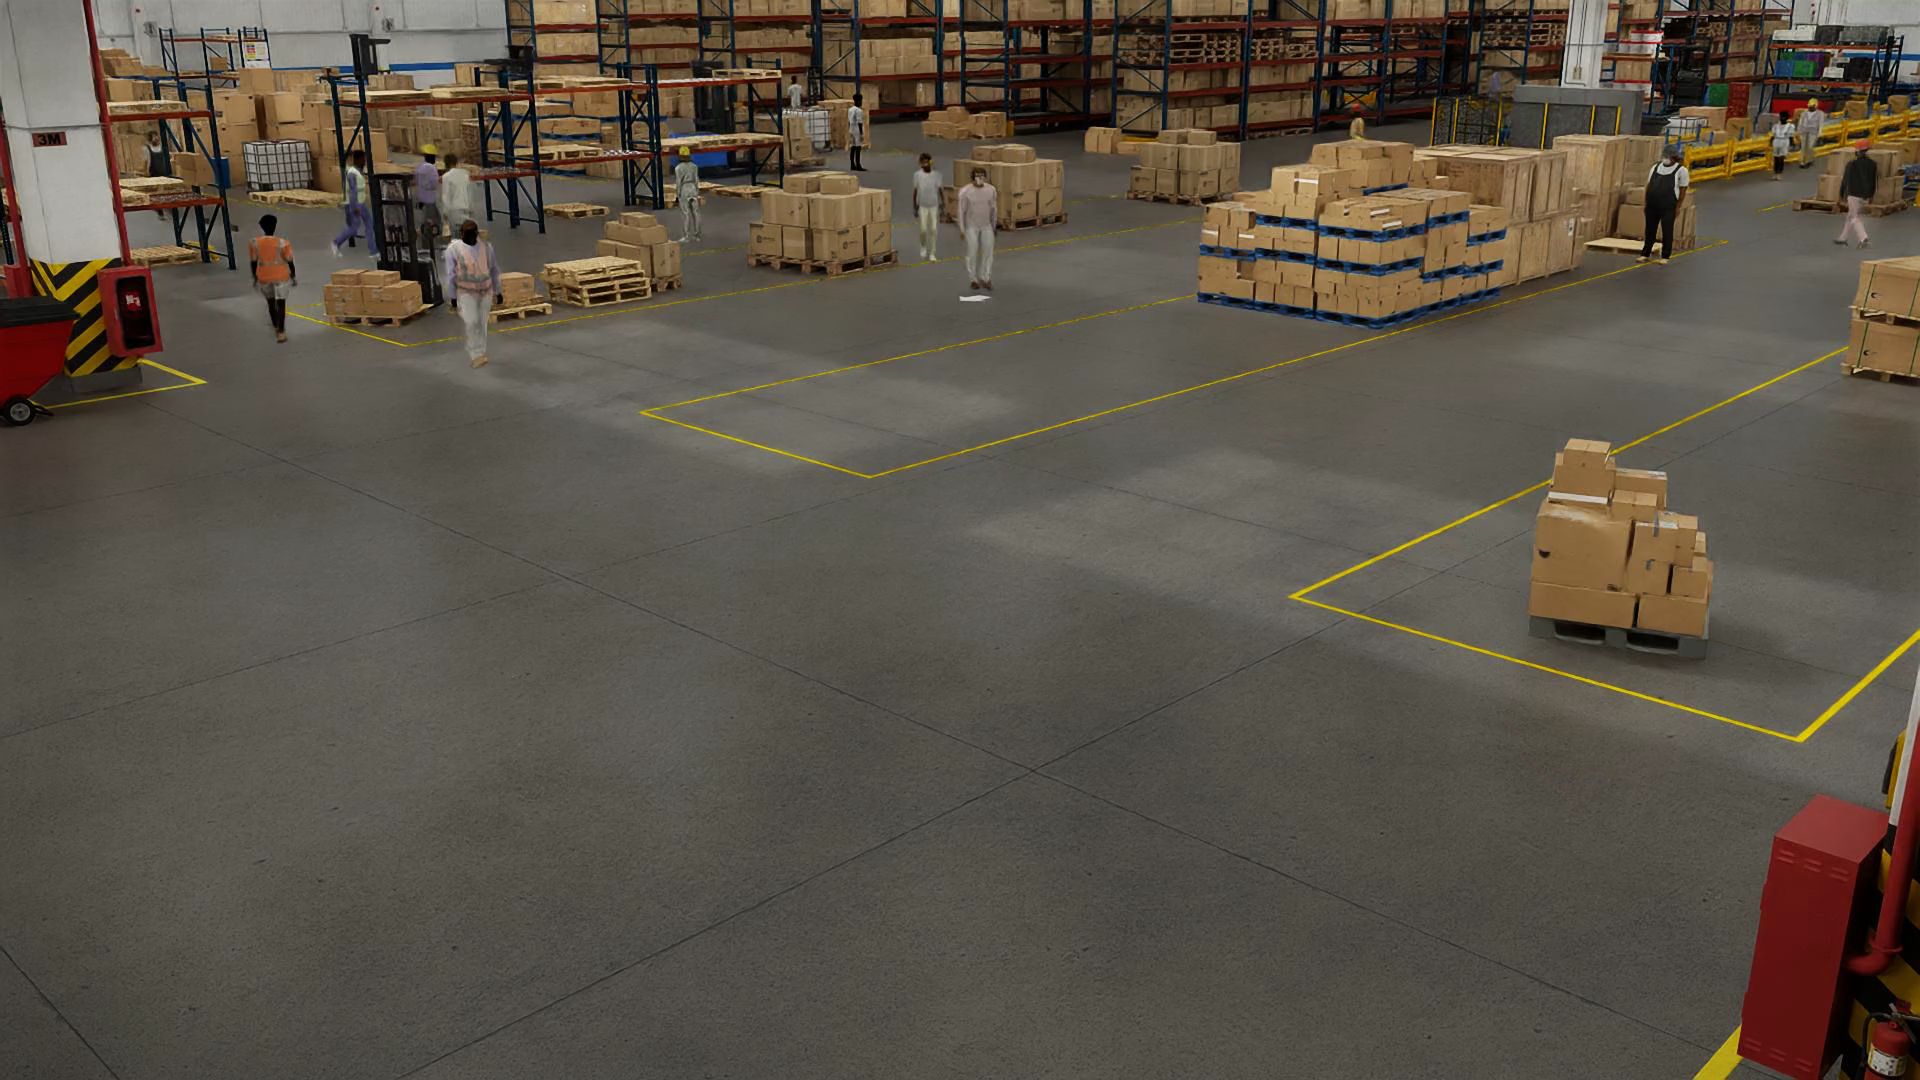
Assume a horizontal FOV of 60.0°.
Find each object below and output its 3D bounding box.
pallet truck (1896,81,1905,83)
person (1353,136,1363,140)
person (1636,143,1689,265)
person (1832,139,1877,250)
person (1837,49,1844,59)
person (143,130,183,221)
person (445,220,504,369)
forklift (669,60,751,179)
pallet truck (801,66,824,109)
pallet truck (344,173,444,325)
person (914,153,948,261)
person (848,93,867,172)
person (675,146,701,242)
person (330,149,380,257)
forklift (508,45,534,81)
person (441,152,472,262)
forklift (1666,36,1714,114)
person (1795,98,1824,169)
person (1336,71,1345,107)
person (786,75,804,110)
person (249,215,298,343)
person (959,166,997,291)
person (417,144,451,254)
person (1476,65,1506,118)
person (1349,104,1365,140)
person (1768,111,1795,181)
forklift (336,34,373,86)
[{"bbox_3d":[34.802,-16.331,61.455,0.653,1.274,1.630,17,25,41],"label":"pallet truck"},{"bbox_3d":[7.898,-7.118,33.006,0.528,1.746,0.713,-11,21,-31],"label":"person"},{"bbox_3d":[11.948,-5.713,28.307,0.538,2.000,0.684,-17,25,-42],"label":"person"},{"bbox_3d":[16.255,-6.239,30.043,0.628,1.957,0.989,-4,19,-12],"label":"person"},{"bbox_3d":[41.354,-22.292,78.353,0.409,1.987,0.608,13,23,35],"label":"person"},{"bbox_3d":[-16.091,-7.317,33.497,0.542,1.800,0.928,-17,25,-41],"label":"person"},{"bbox_3d":[-5.967,-3.046,20.626,0.630,1.821,0.700,-15,23,-38],"label":"person"},{"bbox_3d":[-6.259,-10.496,41.406,1.129,2.768,1.873,17,25,41],"label":"forklift"},{"bbox_3d":[-4.812,-15.182,56.903,0.823,1.965,1.885,-9,21,-26],"label":"pallet truck"},{"bbox_3d":[-8.209,-4.181,23.757,0.823,1.965,1.885,3,19,9],"label":"pallet truck"},{"bbox_3d":[-0.505,-5.727,28.648,0.563,1.846,0.404,-3,19,-9],"label":"person"},{"bbox_3d":[-2.655,-10.455,42.713,0.371,1.963,0.608,-11,21,-29],"label":"person"},{"bbox_3d":[-5.073,-6.421,30.902,0.483,1.745,0.299,-15,24,-38],"label":"person"},{"bbox_3d":[-10.568,-5.849,28.987,0.859,1.872,0.644,-1,18,-4],"label":"person"},{"bbox_3d":[-13.658,-14.074,52.183,1.129,2.768,1.873,17,25,41],"label":"forklift"},{"bbox_3d":[-8.505,-5.641,28.322,0.967,1.903,0.642,5,19,16],"label":"person"},{"bbox_3d":[27.341,-17.291,61.877,1.129,2.768,1.873,17,25,41],"label":"forklift"},{"bbox_3d":[22.063,-10.564,43.275,0.538,1.812,0.617,-17,25,-41],"label":"person"},{"bbox_3d":[13.670,-16.027,59.919,0.547,1.678,0.552,16,24,40],"label":"person"},{"bbox_3d":[-5.375,-14.077,53.799,0.565,1.847,0.672,-11,21,-31],"label":"person"},{"bbox_3d":[-9.140,-3.515,22.251,0.555,1.665,0.774,-2,18,-6],"label":"person"},{"bbox_3d":[0.309,-4.810,25.771,0.665,1.914,0.723,-6,19,-18],"label":"person"},{"bbox_3d":[-9.333,-6.073,29.634,0.885,1.890,0.613,-14,23,-37],"label":"person"},{"bbox_3d":[19.449,-16.301,60.479,1.045,1.880,0.640,8,20,22],"label":"person"},{"bbox_3d":[9.526,-9.461,39.809,0.835,1.913,0.551,16,24,39],"label":"person"},{"bbox_3d":[20.018,-9.615,40.629,0.625,1.671,0.552,-15,24,-39],"label":"person"},{"bbox_3d":[-23.363,-18.330,65.008,1.129,2.768,1.873,17,25,41],"label":"forklift"}]
